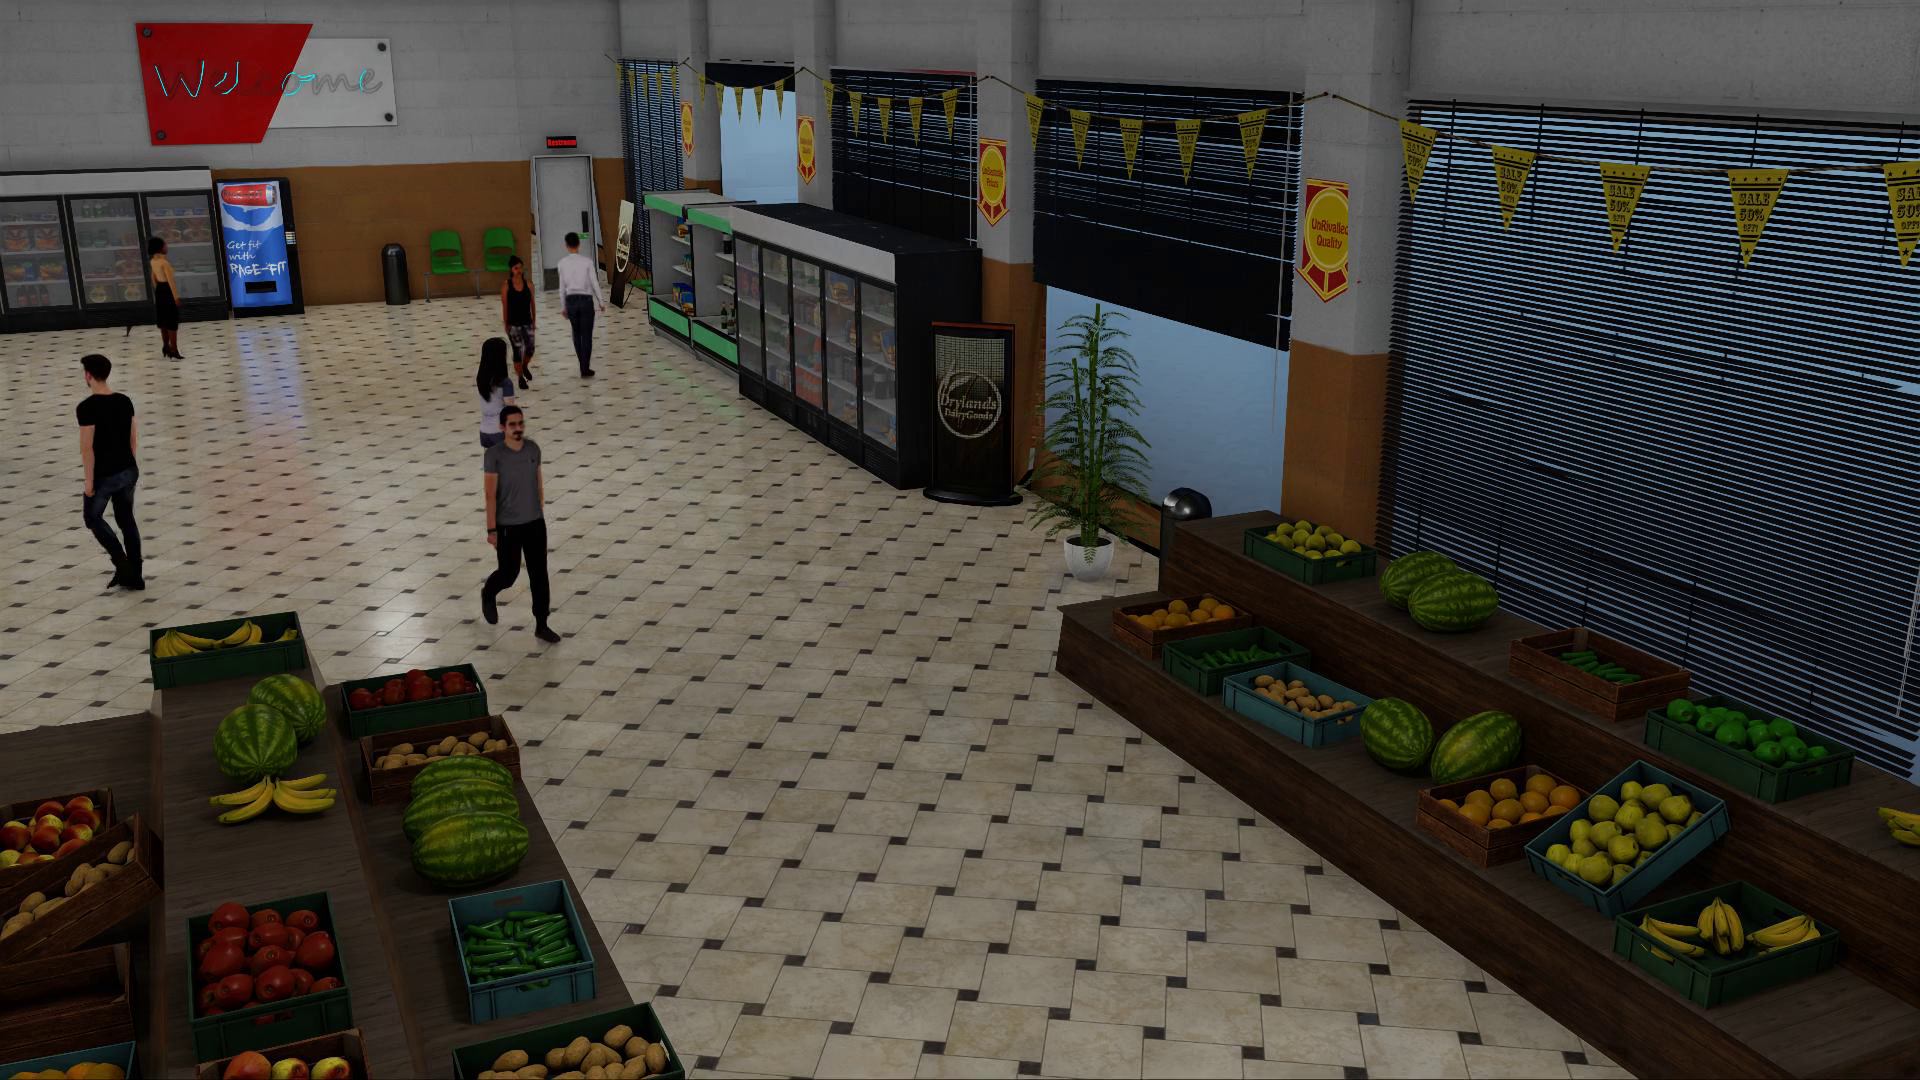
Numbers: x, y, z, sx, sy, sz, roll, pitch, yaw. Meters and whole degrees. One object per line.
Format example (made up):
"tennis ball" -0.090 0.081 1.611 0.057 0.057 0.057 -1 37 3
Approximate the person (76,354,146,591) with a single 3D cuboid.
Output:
"person" -6.602 -0.503 13.088 0.865 1.879 0.820 7 18 22

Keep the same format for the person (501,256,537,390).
"person" -5.550 -2.726 20.800 0.631 1.653 0.714 -10 20 -30

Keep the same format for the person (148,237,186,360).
"person" -10.816 -3.286 22.641 0.610 1.655 0.718 12 21 35

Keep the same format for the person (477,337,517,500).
"person" -4.154 -0.975 14.940 0.619 1.706 0.724 11 20 32

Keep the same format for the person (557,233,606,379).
"person" -4.905 -2.990 21.345 0.894 1.842 1.009 1 17 4

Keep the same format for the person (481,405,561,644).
"person" -3.249 -0.128 12.098 1.072 1.737 0.836 16 23 42
